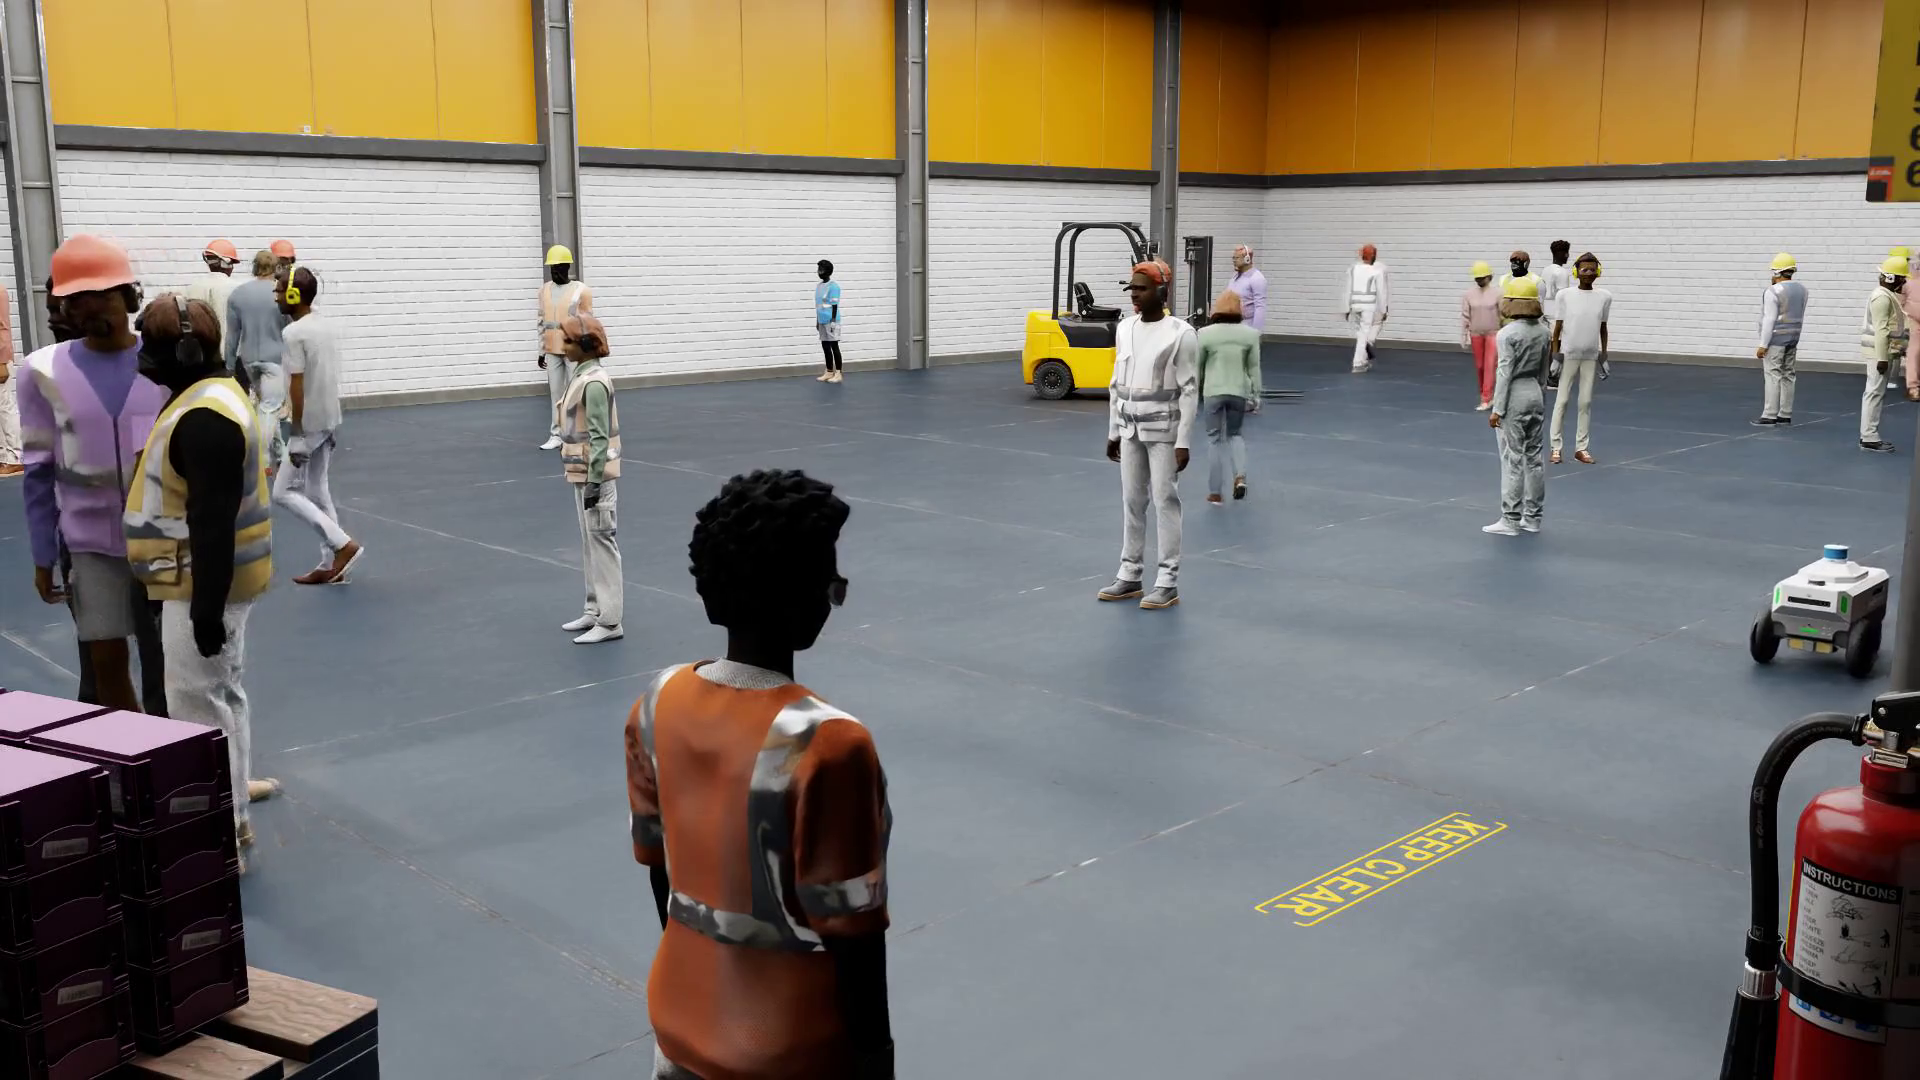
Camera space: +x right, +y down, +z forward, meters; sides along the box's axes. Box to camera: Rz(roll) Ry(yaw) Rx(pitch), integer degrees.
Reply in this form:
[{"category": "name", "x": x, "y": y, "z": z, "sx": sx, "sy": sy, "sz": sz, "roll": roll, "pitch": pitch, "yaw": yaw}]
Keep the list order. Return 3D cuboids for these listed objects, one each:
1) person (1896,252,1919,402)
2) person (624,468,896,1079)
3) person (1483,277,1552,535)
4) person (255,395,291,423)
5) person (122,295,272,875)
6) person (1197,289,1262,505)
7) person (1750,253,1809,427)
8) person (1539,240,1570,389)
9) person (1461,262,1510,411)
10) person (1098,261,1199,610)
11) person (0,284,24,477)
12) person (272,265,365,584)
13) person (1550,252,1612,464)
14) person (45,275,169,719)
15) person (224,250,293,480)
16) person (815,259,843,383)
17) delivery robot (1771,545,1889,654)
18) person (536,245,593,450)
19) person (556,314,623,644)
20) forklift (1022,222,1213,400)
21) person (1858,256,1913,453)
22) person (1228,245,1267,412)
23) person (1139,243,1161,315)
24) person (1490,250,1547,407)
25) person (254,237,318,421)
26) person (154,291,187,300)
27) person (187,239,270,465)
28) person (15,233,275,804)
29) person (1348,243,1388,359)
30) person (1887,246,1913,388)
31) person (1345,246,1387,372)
[{"category": "person", "x": 11.846, "y": -2.652, "z": 20.480, "sx": 0.642, "sy": 1.872, "sz": 0.912, "roll": 2, "pitch": 11, "yaw": 11}, {"category": "person", "x": -0.275, "y": 0.737, "z": 2.466, "sx": 0.321, "sy": 1.696, "sz": 0.530, "roll": -10, "pitch": 14, "yaw": -43}, {"category": "person", "x": 3.779, "y": -0.905, "z": 11.288, "sx": 0.489, "sy": 1.743, "sz": 0.322, "roll": -6, "pitch": 12, "yaw": -31}, {"category": "person", "x": -7.461, "y": -2.075, "z": 17.962, "sx": 0.523, "sy": 1.636, "sz": 0.310, "roll": 4, "pitch": 11, "yaw": 21}, {"category": "person", "x": -2.414, "y": 0.147, "z": 5.303, "sx": 0.432, "sy": 1.840, "sz": 0.641, "roll": -4, "pitch": 11, "yaw": -22}, {"category": "person", "x": 1.996, "y": -1.075, "z": 12.554, "sx": 0.517, "sy": 1.616, "sz": 0.356, "roll": -2, "pitch": 11, "yaw": -9}, {"category": "person", "x": 8.661, "y": -2.108, "z": 17.606, "sx": 0.590, "sy": 1.835, "sz": 0.404, "roll": -5, "pitch": 12, "yaw": -26}, {"category": "person", "x": 7.847, "y": -2.970, "z": 21.945, "sx": 0.367, "sy": 1.966, "sz": 0.607, "roll": -2, "pitch": 11, "yaw": -11}, {"category": "person", "x": 6.157, "y": -2.387, "z": 19.457, "sx": 0.548, "sy": 1.729, "sz": 0.810, "roll": 7, "pitch": 12, "yaw": 33}, {"category": "person", "x": 1.030, "y": -0.566, "z": 9.064, "sx": 0.358, "sy": 1.883, "sz": 0.572, "roll": -9, "pitch": 14, "yaw": -40}, {"category": "person", "x": -8.188, "y": -1.519, "z": 13.985, "sx": 0.614, "sy": 1.987, "sz": 0.407, "roll": 7, "pitch": 12, "yaw": 32}, {"category": "person", "x": -3.722, "y": -0.632, "z": 9.502, "sx": 0.422, "sy": 1.854, "sz": 0.553, "roll": 1, "pitch": 10, "yaw": 3}, {"category": "person", "x": 5.511, "y": -1.608, "z": 14.775, "sx": 0.519, "sy": 1.874, "sz": 0.331, "roll": 1, "pitch": 10, "yaw": 3}, {"category": "person", "x": -3.240, "y": -0.081, "z": 6.340, "sx": 0.595, "sy": 1.911, "sz": 0.371, "roll": 1, "pitch": 10, "yaw": 6}, {"category": "person", "x": -5.765, "y": -1.473, "z": 13.995, "sx": 0.637, "sy": 1.890, "sz": 0.896, "roll": 2, "pitch": 11, "yaw": 11}, {"category": "person", "x": -1.825, "y": -3.011, "z": 22.914, "sx": 0.320, "sy": 1.692, "sz": 0.534, "roll": -7, "pitch": 12, "yaw": -33}, {"category": "delivery robot", "x": 4.135, "y": 0.266, "z": 7.891, "sx": 0.477, "sy": 0.478, "sz": 0.707, "roll": 9, "pitch": 14, "yaw": 42}, {"category": "person", "x": -3.727, "y": -1.800, "z": 15.668, "sx": 0.586, "sy": 1.928, "sz": 0.364, "roll": 3, "pitch": 11, "yaw": 18}, {"category": "person", "x": -1.844, "y": -0.305, "z": 8.314, "sx": 0.307, "sy": 1.637, "sz": 0.511, "roll": -4, "pitch": 11, "yaw": -21}, {"category": "forklift", "x": 1.935, "y": -2.847, "z": 20.651, "sx": 2.313, "sy": 2.155, "sz": 1.214, "roll": 2, "pitch": 11, "yaw": 13}, {"category": "person", "x": 8.687, "y": -1.742, "z": 15.636, "sx": 0.403, "sy": 1.825, "sz": 0.586, "roll": 5, "pitch": 12, "yaw": 27}, {"category": "person", "x": 3.234, "y": -2.417, "z": 19.093, "sx": 0.402, "sy": 1.906, "sz": 0.652, "roll": -4, "pitch": 11, "yaw": -21}, {"category": "person", "x": 3.023, "y": -3.760, "z": 26.469, "sx": 0.486, "sy": 1.904, "sz": 0.680, "roll": -6, "pitch": 12, "yaw": -31}, {"category": "person", "x": 6.526, "y": -2.468, "z": 19.543, "sx": 0.429, "sy": 1.845, "sz": 0.622, "roll": -10, "pitch": 14, "yaw": -44}, {"category": "person", "x": -7.090, "y": -2.183, "z": 17.560, "sx": 0.622, "sy": 2.013, "sz": 0.767, "roll": -4, "pitch": 11, "yaw": -19}, {"category": "person", "x": -5.561, "y": -0.938, "z": 11.783, "sx": 0.310, "sy": 1.631, "sz": 0.509, "roll": -3, "pitch": 11, "yaw": -13}, {"category": "person", "x": -6.358, "y": -1.602, "z": 14.430, "sx": 0.611, "sy": 1.985, "sz": 0.393, "roll": 3, "pitch": 11, "yaw": 14}, {"category": "person", "x": -2.761, "y": -0.006, "z": 5.647, "sx": 0.717, "sy": 2.033, "sz": 0.428, "roll": -5, "pitch": 11, "yaw": -23}, {"category": "person", "x": 6.556, "y": -3.825, "z": 26.787, "sx": 0.669, "sy": 1.892, "sz": 0.547, "roll": 5, "pitch": 12, "yaw": 27}, {"category": "person", "x": 12.505, "y": -2.915, "z": 21.872, "sx": 0.716, "sy": 1.889, "sz": 0.609, "roll": 6, "pitch": 12, "yaw": 28}, {"category": "person", "x": 6.086, "y": -3.428, "z": 24.751, "sx": 0.848, "sy": 1.847, "sz": 0.603, "roll": -10, "pitch": 14, "yaw": -43}]
